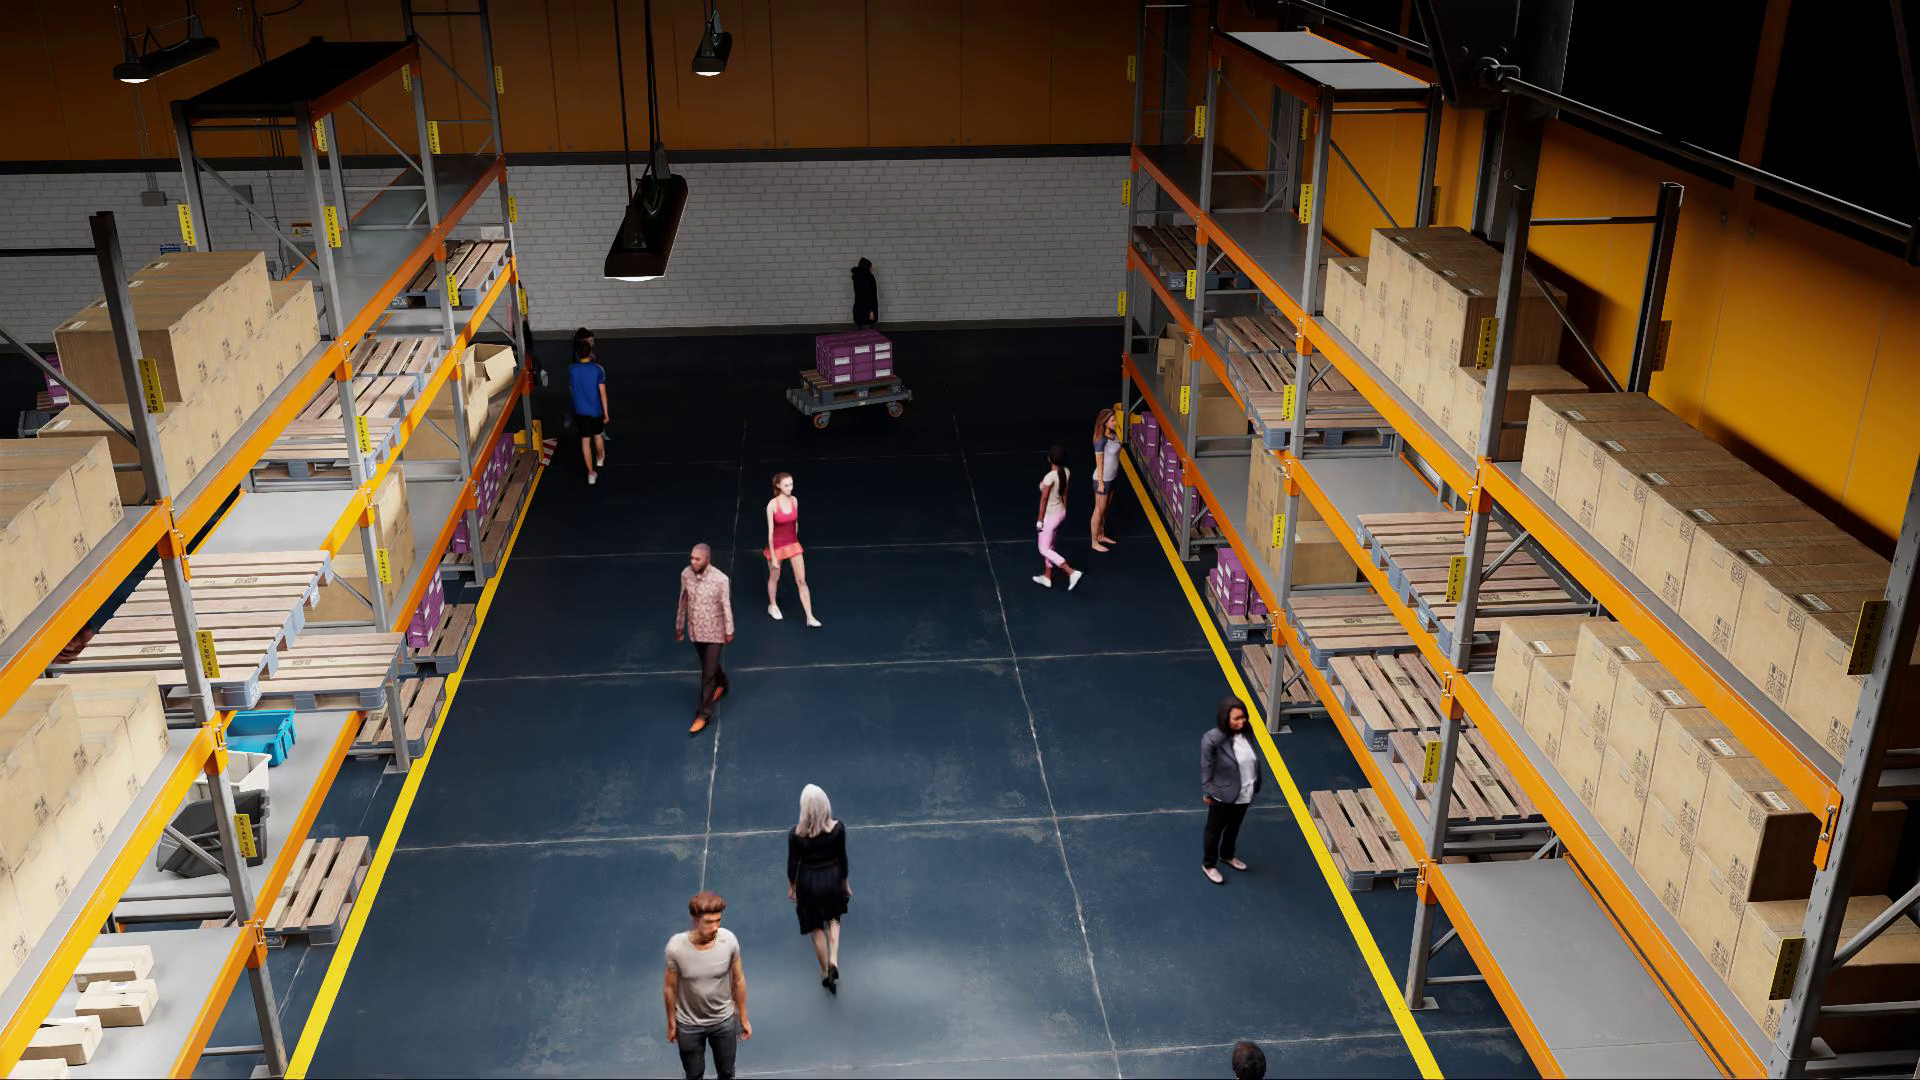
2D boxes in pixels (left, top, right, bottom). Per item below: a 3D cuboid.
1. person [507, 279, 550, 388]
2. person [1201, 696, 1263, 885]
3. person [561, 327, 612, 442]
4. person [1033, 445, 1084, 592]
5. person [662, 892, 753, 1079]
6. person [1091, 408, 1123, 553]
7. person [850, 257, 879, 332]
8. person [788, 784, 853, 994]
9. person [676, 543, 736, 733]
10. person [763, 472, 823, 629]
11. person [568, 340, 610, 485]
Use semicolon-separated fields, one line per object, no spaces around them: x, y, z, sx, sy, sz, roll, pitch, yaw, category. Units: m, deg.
-6.489;-3.047;24.828;1.028;1.723;1.005;15;28;31;person
2.179;1.995;13.453;0.797;1.597;0.831;-17;29;-34;person
-5.168;-2.126;22.873;0.921;1.602;0.989;8;25;18;person
1.081;-0.208;18.333;0.993;1.724;0.960;17;29;33;person
-1.636;3.056;10.662;0.731;1.888;0.610;-3;24;-8;person
1.692;-0.729;19.514;0.744;1.733;0.651;12;26;26;person
-1.505;-3.630;26.225;0.823;1.675;0.714;-11;26;-23;person
-0.989;2.561;11.978;0.673;1.741;0.688;-6;24;-13;person
-2.381;0.838;15.893;1.098;1.763;1.259;12;26;26;person
-1.926;0.077;17.689;0.907;1.718;1.135;-14;27;-29;person
-4.807;-1.621;21.450;0.692;1.818;1.214;-4;24;-9;person
